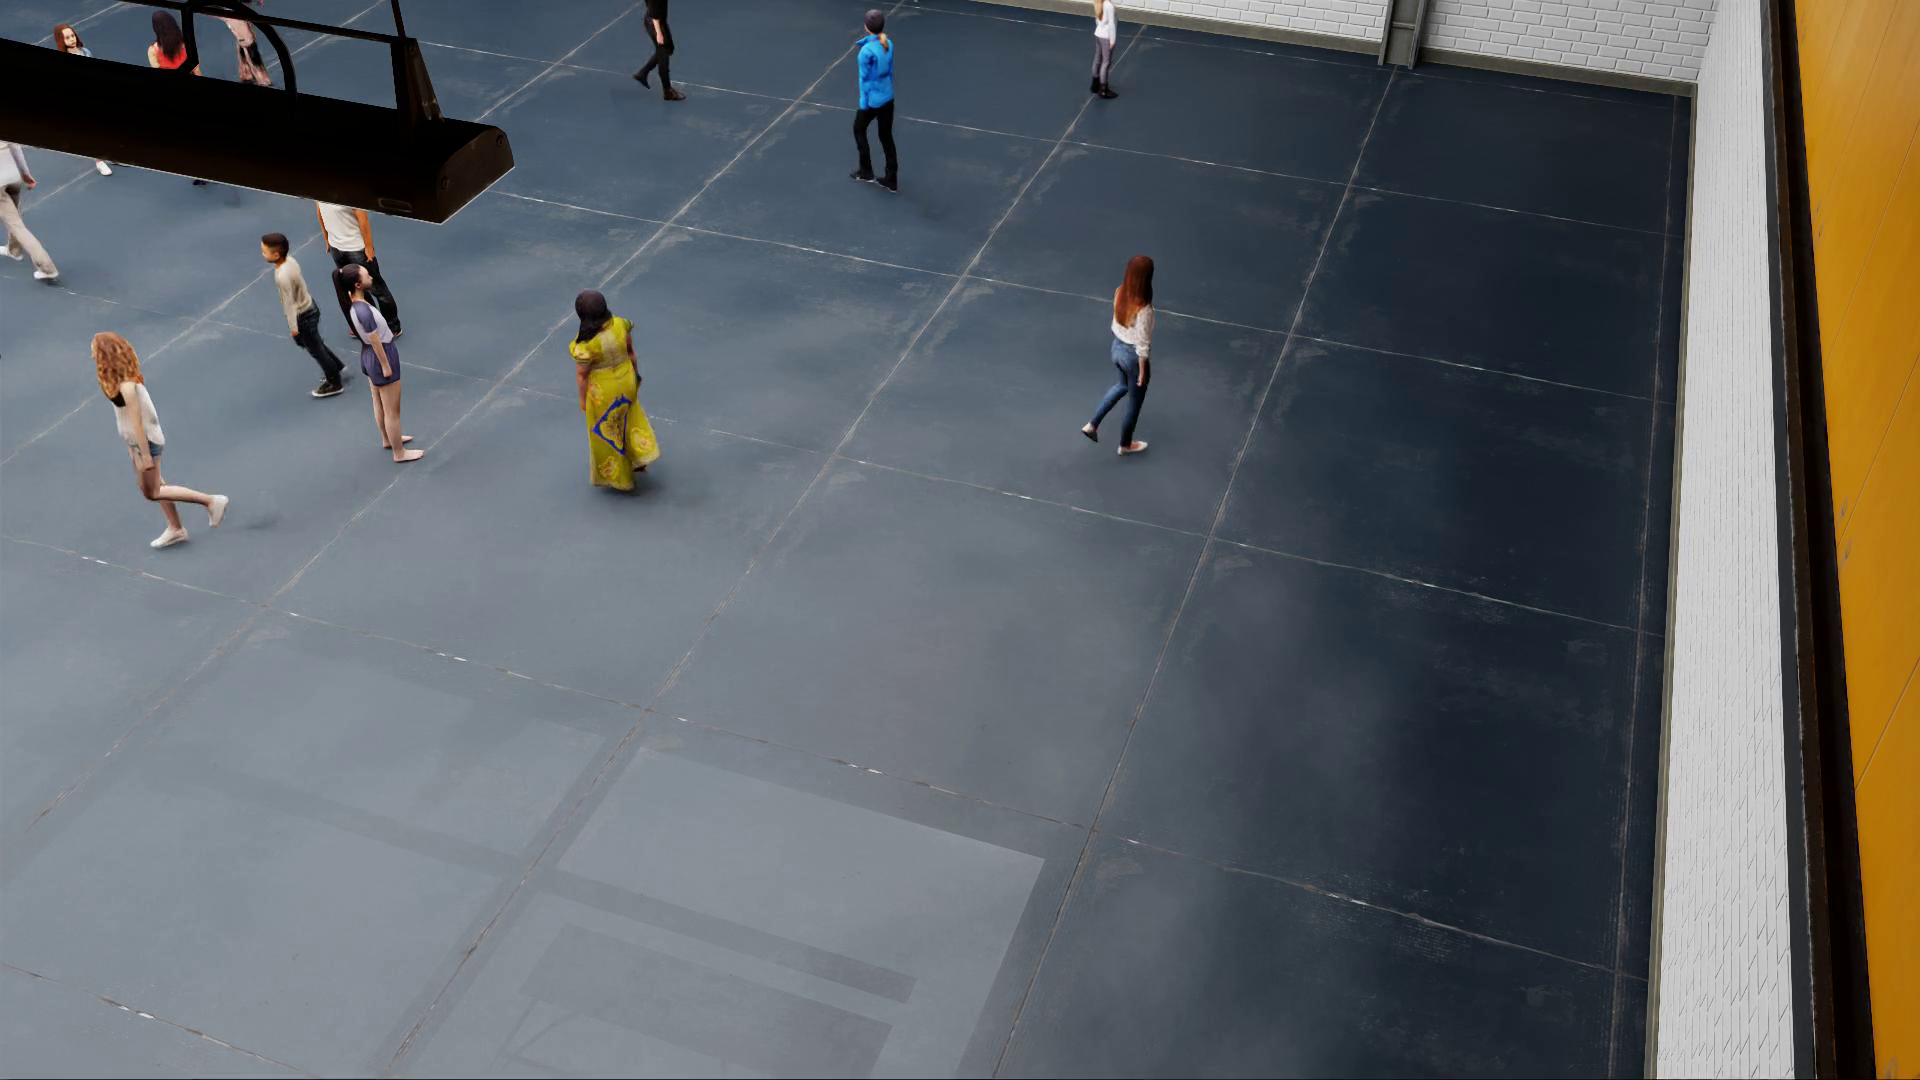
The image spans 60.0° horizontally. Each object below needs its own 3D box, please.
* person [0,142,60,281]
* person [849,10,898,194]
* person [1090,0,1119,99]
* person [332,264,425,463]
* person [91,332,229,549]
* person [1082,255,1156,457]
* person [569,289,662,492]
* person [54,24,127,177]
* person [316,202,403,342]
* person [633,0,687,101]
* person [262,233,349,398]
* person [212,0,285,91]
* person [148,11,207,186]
[{"bbox_3d":[-8.374,-3.113,14.576,1.197,1.818,0.788,18,42,21],"label":"person"},{"bbox_3d":[-0.731,-4.154,15.912,0.898,1.777,0.801,31,48,33],"label":"person"},{"bbox_3d":[1.550,-5.412,17.886,0.634,1.278,0.576,-15,41,-18],"label":"person"},{"bbox_3d":[-4.381,-1.335,12.483,0.736,1.651,0.639,-25,45,-27],"label":"person"},{"bbox_3d":[-5.581,-0.696,11.602,0.909,1.751,0.869,-20,43,-23],"label":"person"},{"bbox_3d":[1.201,-1.348,12.445,0.885,1.719,0.833,-18,42,-21],"label":"person"},{"bbox_3d":[-2.496,-1.062,12.145,0.940,1.646,0.857,30,48,32],"label":"person"},{"bbox_3d":[-8.614,-4.363,16.413,0.538,1.477,0.584,18,42,21],"label":"person"},{"bbox_3d":[-5.022,-2.464,13.778,0.492,1.799,0.700,16,41,19],"label":"person"},{"bbox_3d":[-3.281,-5.465,17.671,0.885,1.630,0.755,-1,39,-1],"label":"person"},{"bbox_3d":[-5.192,-1.806,13.235,0.747,1.447,0.694,-11,40,-14],"label":"person"},{"bbox_3d":[-7.808,-5.727,17.775,0.885,1.910,0.706,13,40,16],"label":"person"},{"bbox_3d":[-7.465,-4.197,16.027,0.815,1.701,0.877,-25,45,-28],"label":"person"}]
